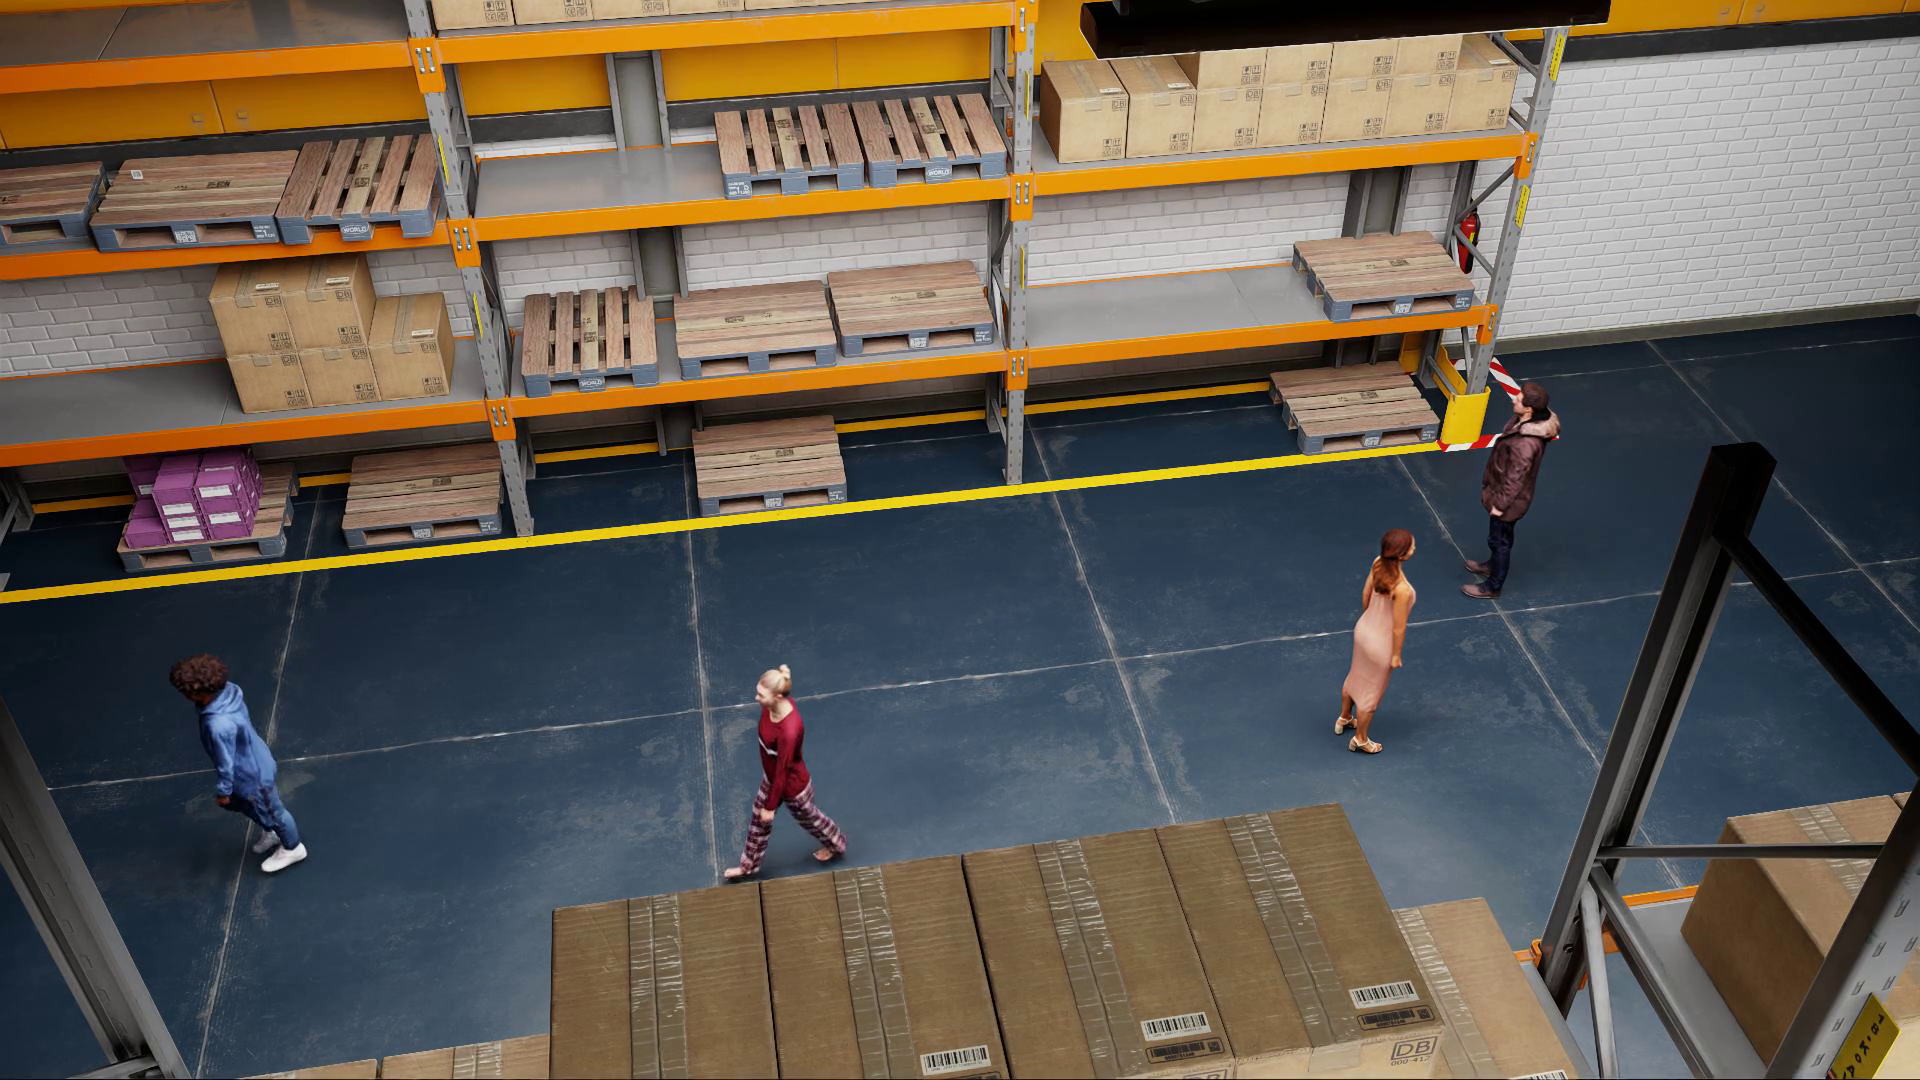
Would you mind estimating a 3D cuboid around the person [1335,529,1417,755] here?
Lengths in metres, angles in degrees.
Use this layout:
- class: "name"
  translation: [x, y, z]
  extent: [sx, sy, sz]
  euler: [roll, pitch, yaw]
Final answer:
- class: "person"
  translation: [2.750, 0.657, 10.991]
  extent: [0.543, 1.831, 0.616]
  euler: [-11, 40, -13]

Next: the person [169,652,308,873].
- class: "person"
  translation: [-4.283, 1.351, 10.155]
  extent: [0.735, 1.791, 0.743]
  euler: [-18, 42, -21]

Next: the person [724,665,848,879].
- class: "person"
  translation: [-0.982, 1.440, 10.156]
  extent: [1.115, 1.651, 0.833]
  euler: [-18, 42, -21]

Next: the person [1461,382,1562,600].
- class: "person"
  translation: [4.061, -0.370, 12.264]
  extent: [0.877, 1.848, 0.871]
  euler: [13, 40, 16]
